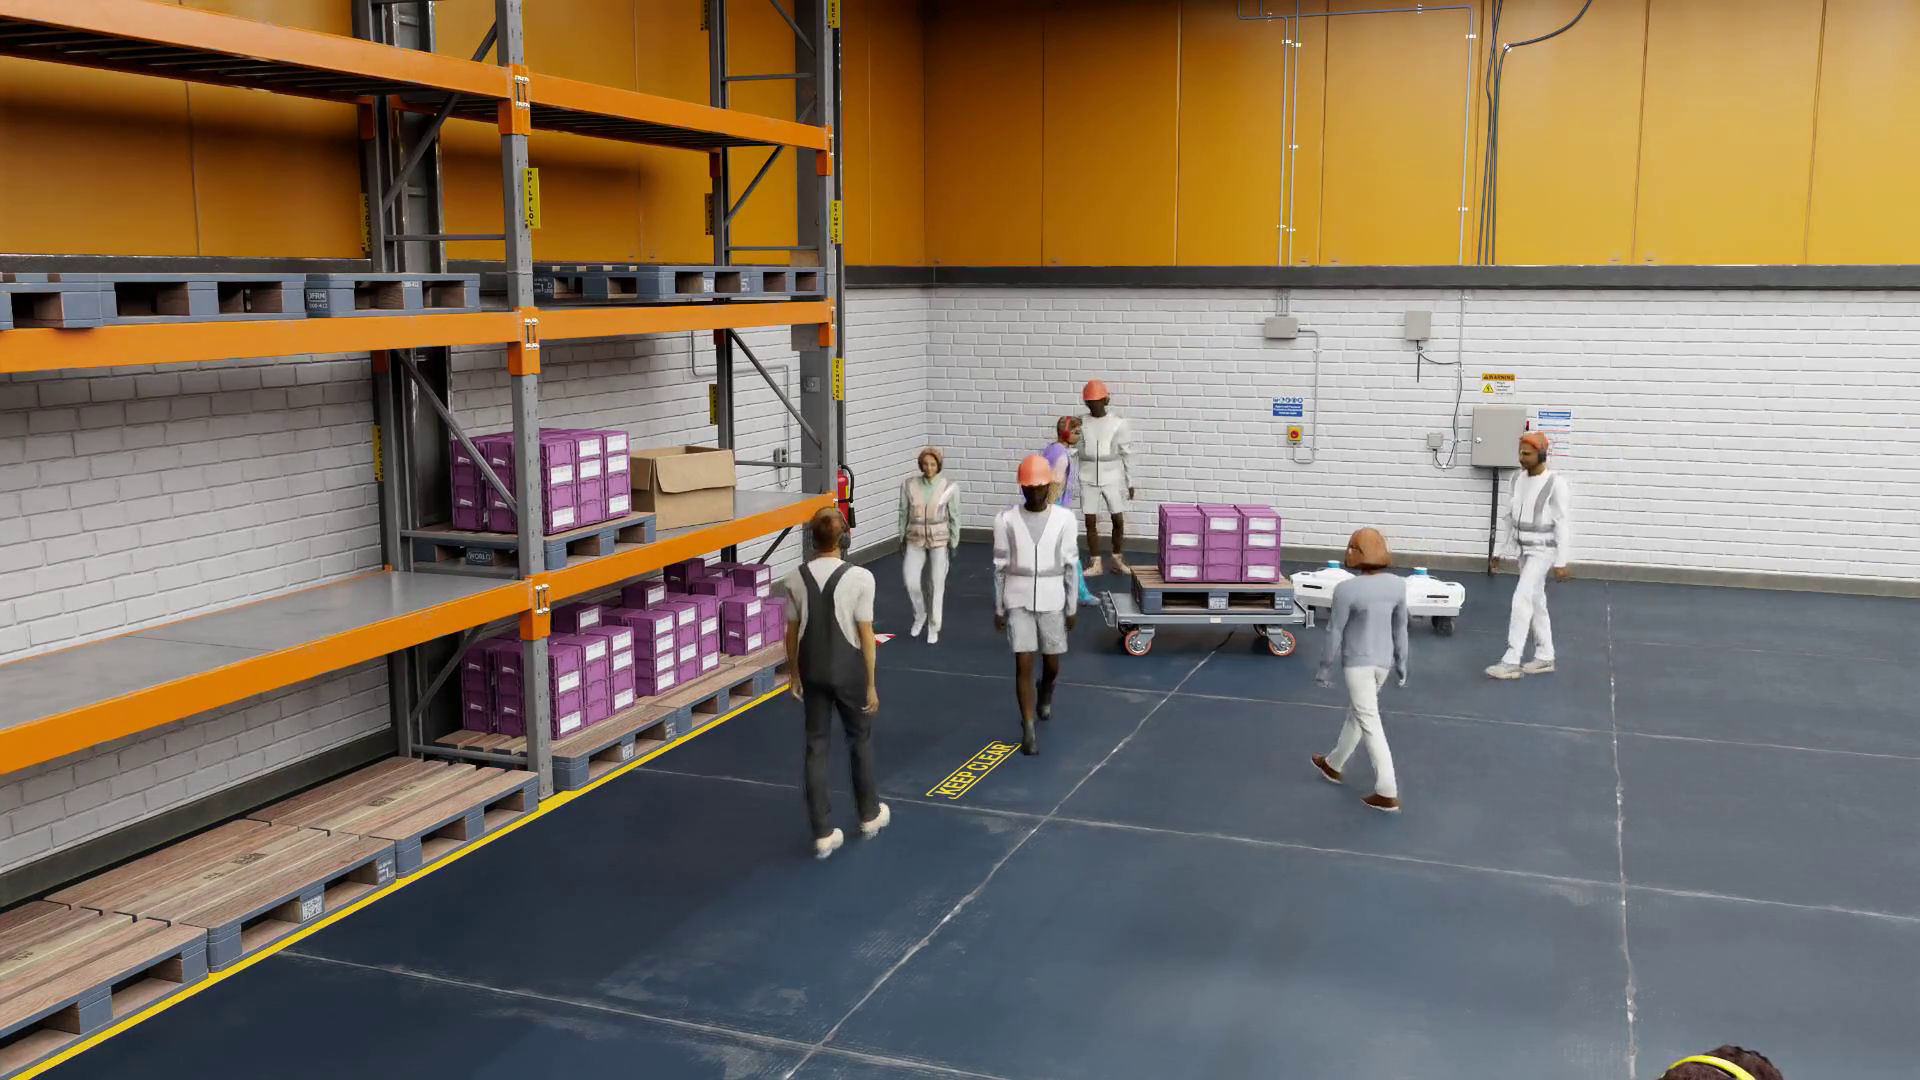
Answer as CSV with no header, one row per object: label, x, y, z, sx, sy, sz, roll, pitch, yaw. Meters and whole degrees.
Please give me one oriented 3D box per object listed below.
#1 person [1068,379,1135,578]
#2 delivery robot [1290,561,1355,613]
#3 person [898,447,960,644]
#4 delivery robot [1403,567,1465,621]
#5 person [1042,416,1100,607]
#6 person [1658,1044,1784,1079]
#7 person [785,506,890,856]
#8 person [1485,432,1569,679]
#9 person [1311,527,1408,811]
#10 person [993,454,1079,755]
person,1.437,-0.604,16.652,0.734,2.009,0.531,1,9,9
delivery robot,3.234,0.422,14.422,0.707,0.478,0.477,6,11,34
person,-0.261,0.047,13.675,0.524,1.626,0.369,1,9,9
delivery robot,3.896,0.475,14.089,0.707,0.478,0.477,1,9,6
person,0.819,-0.253,15.156,1.012,1.780,0.637,-2,9,-10
person,1.145,1.691,2.636,0.328,1.872,0.513,-8,12,-42
person,-0.639,0.719,8.857,0.546,1.826,0.716,3,9,16
person,4.225,0.119,12.537,0.822,1.852,0.598,-3,9,-16
person,2.302,0.713,9.628,0.519,1.579,0.842,-5,10,-28
person,0.485,0.378,10.759,0.548,1.914,0.764,0,9,0
